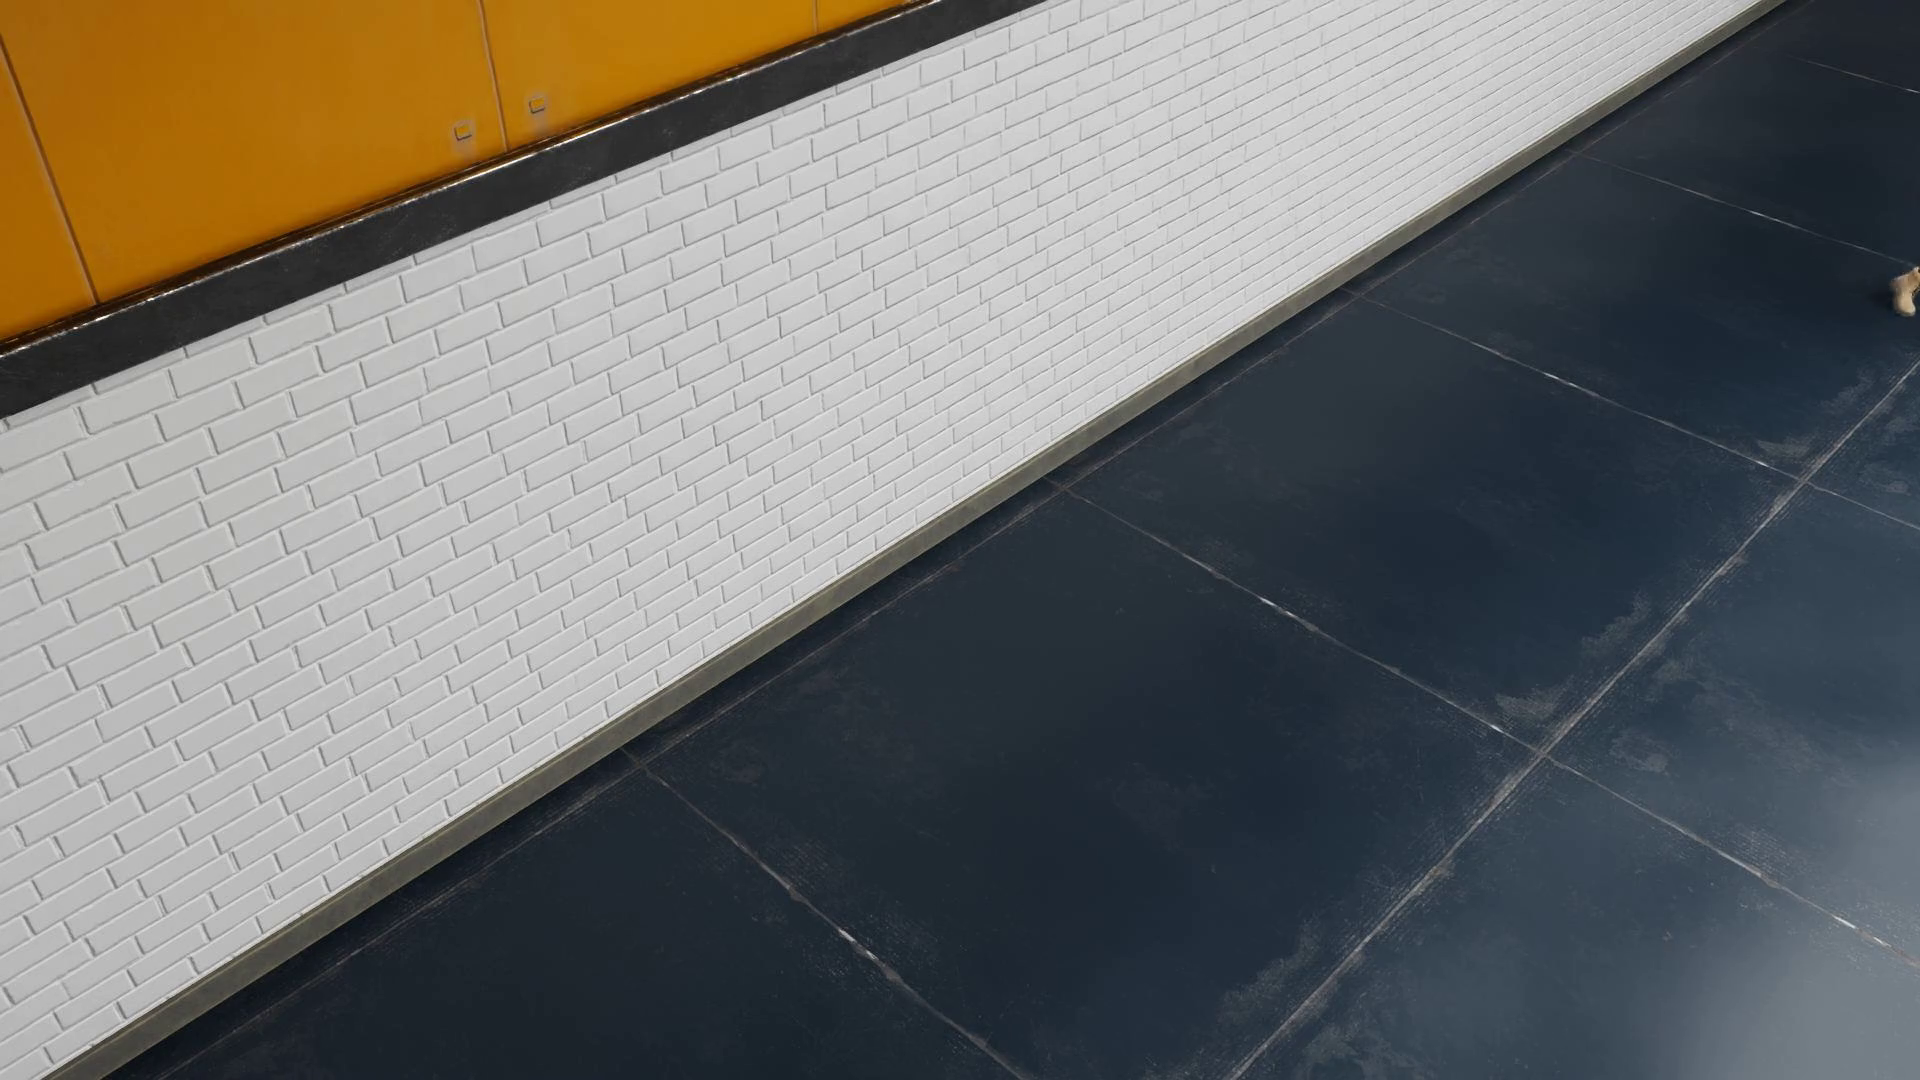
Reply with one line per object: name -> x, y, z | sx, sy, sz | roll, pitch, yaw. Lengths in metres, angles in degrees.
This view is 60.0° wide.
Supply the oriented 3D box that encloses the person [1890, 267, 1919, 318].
person -> 6.472, -2.133, 10.225 | 0.974, 1.983, 0.651 | 30, 48, 32
